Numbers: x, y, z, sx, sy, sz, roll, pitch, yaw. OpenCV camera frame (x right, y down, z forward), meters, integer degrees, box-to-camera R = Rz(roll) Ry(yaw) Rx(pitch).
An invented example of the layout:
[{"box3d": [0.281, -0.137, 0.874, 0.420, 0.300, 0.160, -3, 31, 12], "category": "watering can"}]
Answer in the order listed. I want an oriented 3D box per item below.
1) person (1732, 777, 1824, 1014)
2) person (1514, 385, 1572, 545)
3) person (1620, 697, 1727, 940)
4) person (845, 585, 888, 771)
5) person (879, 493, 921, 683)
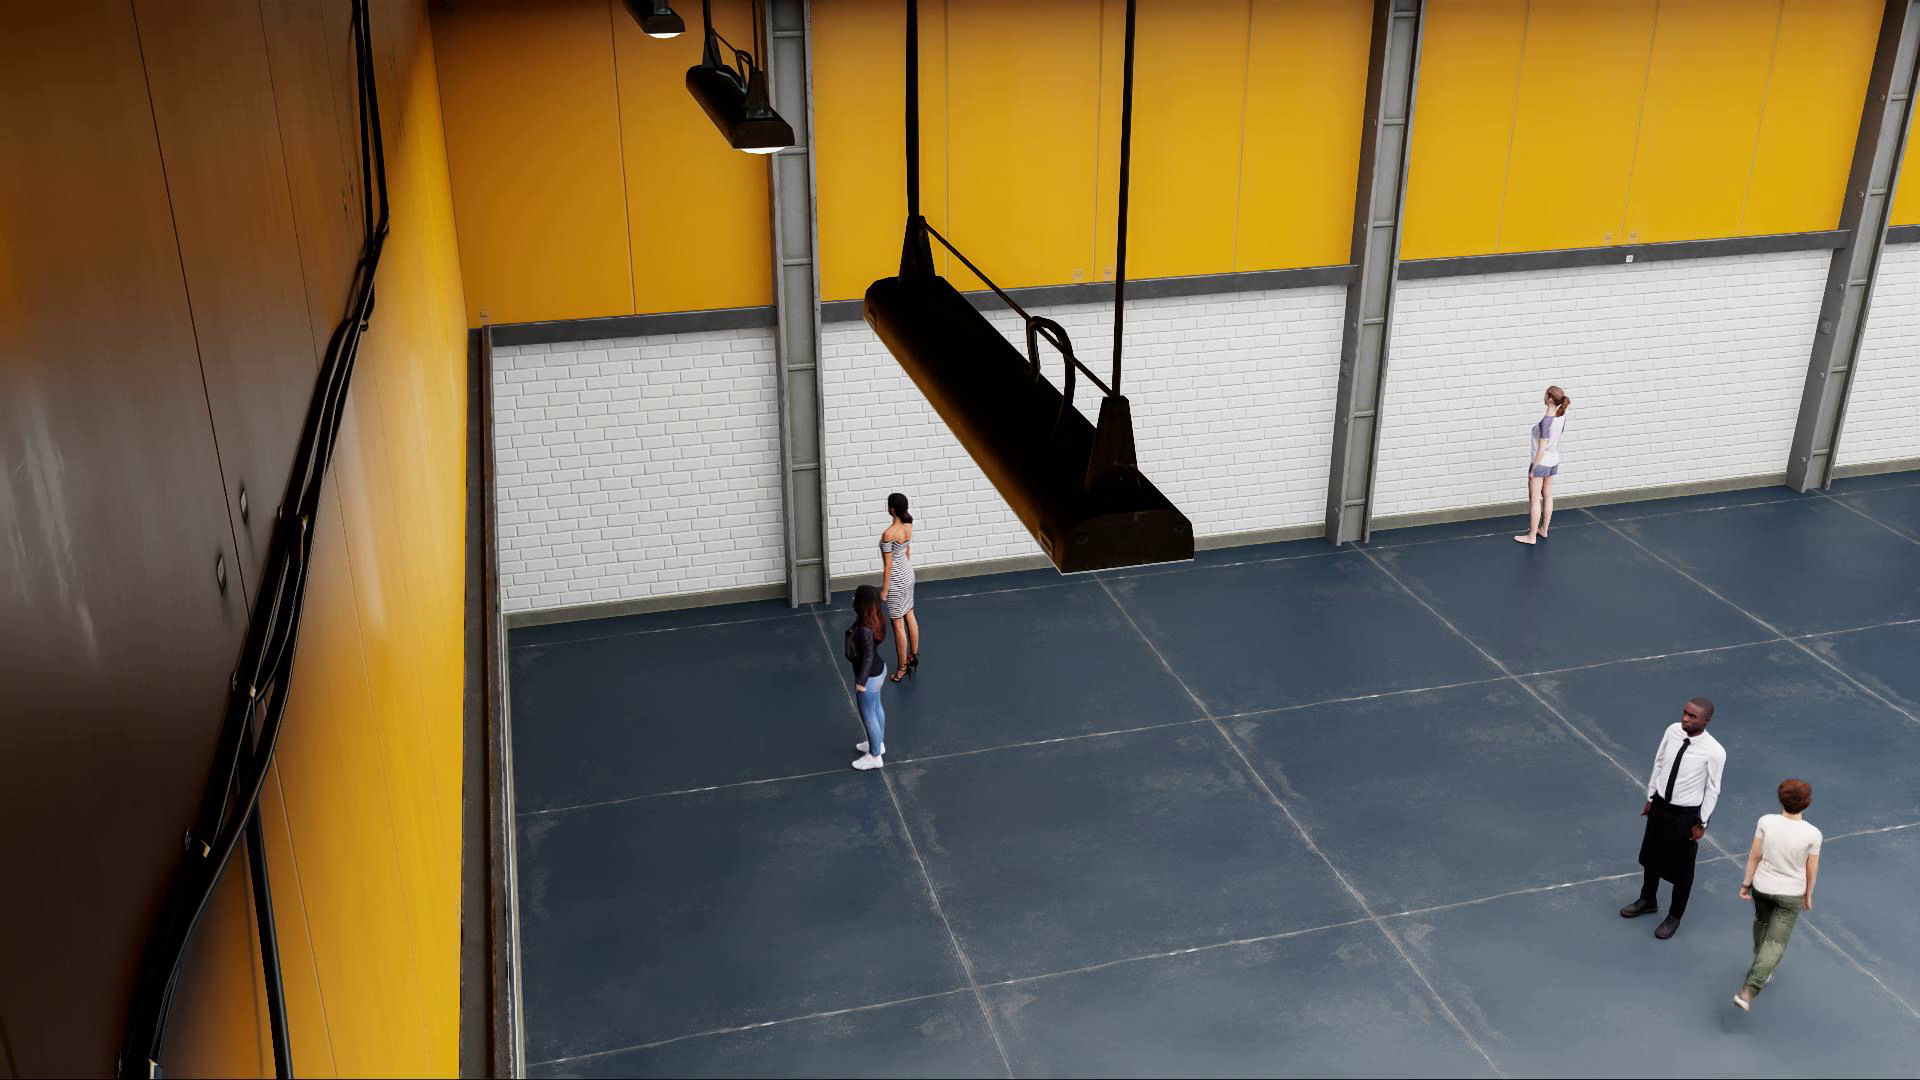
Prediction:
[{"box3d": [5.336, 2.347, 10.882, 0.956, 1.627, 1.158, 20, 31, 39], "category": "person"}, {"box3d": [6.309, -0.822, 17.957, 0.630, 1.767, 0.725, -19, 30, -37], "category": "person"}, {"box3d": [5.031, 1.903, 11.635, 0.638, 1.837, 0.696, -14, 27, -29], "category": "person"}, {"box3d": [-0.754, 1.106, 13.711, 0.691, 1.634, 0.715, 3, 24, 6], "category": "person"}, {"box3d": [-0.542, 0.417, 15.054, 0.729, 1.822, 0.673, 12, 26, 26], "category": "person"}]
